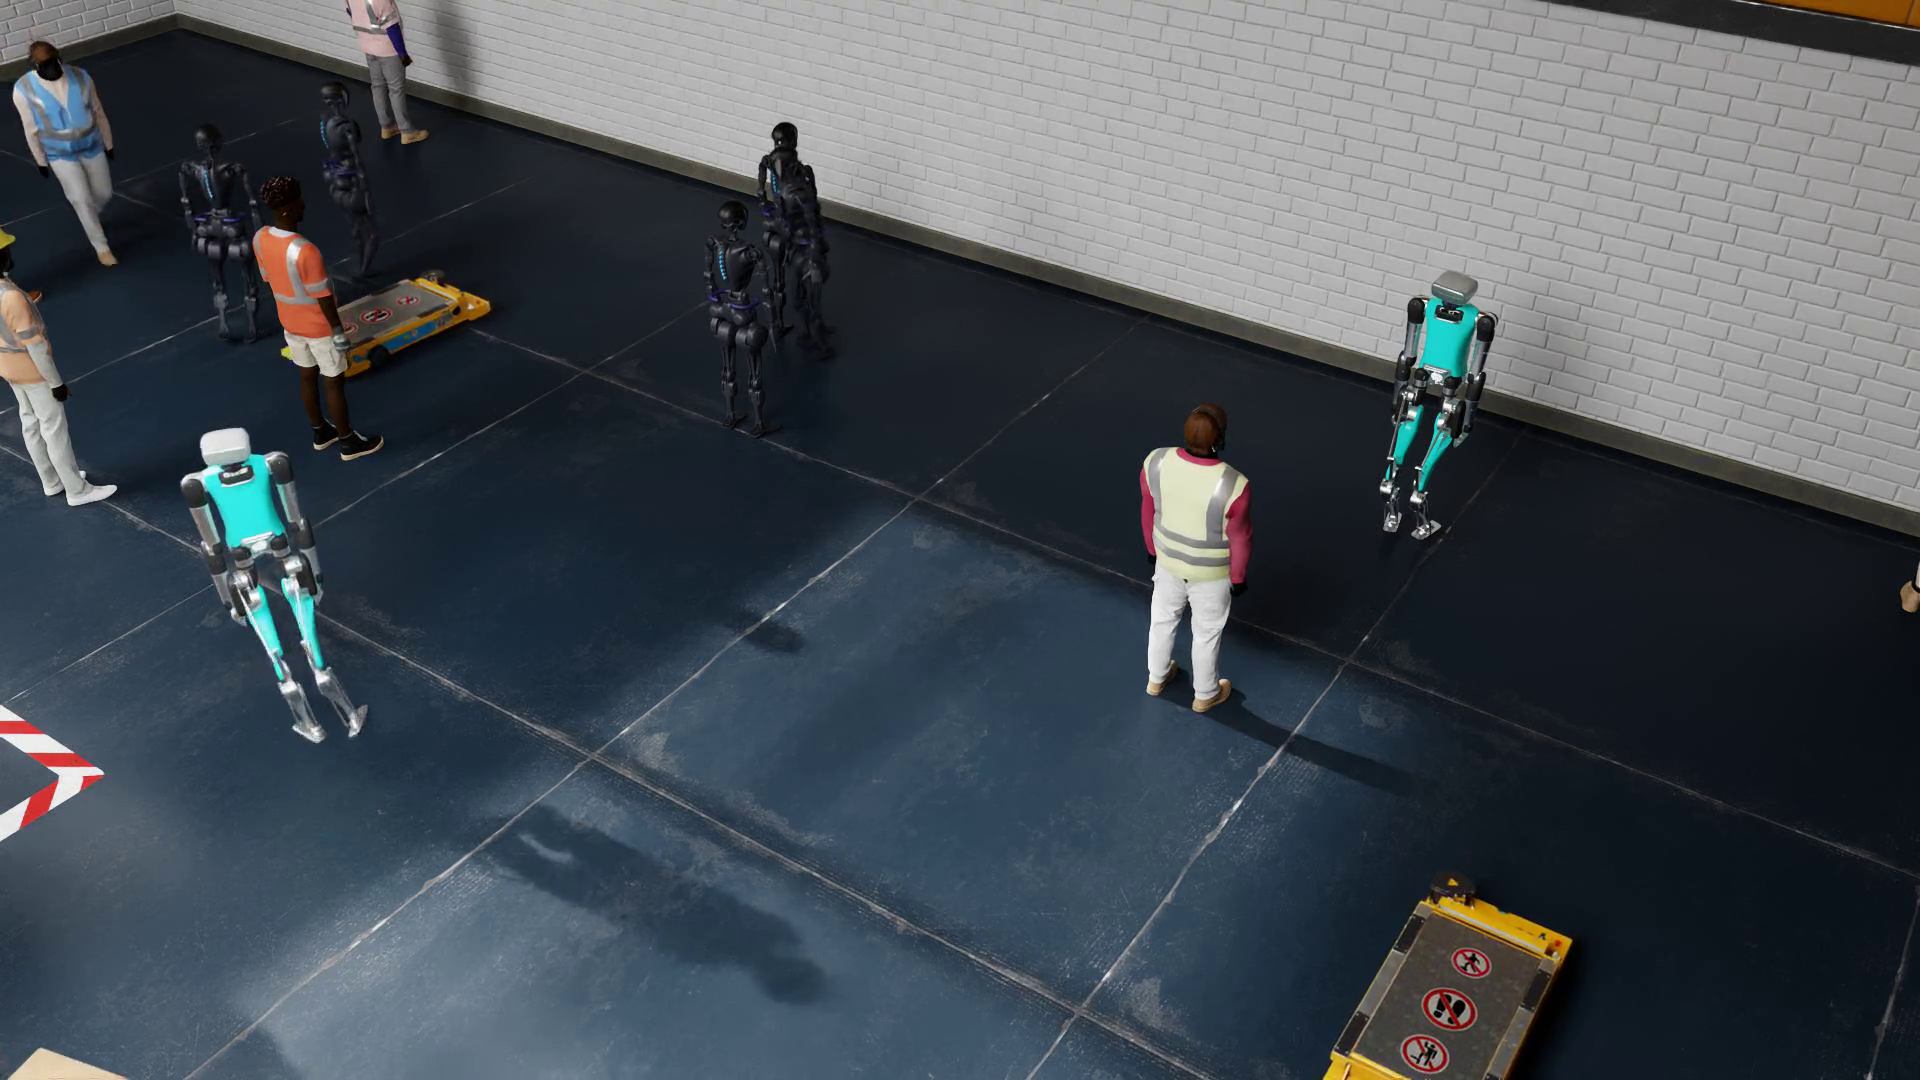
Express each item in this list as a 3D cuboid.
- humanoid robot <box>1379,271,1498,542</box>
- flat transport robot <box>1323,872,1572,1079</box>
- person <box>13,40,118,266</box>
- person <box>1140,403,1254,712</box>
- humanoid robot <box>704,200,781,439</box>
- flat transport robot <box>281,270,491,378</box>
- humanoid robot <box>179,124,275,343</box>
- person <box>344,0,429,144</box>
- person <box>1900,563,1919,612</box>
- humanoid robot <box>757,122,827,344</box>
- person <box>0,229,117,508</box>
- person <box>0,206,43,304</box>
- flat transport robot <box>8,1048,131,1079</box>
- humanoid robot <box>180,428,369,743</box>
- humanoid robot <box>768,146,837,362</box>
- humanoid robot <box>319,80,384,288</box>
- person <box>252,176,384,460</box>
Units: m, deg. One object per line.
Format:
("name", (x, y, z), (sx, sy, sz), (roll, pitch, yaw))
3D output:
("humanoid robot", (2.745, -0.715, 9.888), (0.533, 1.677, 0.735), (21, 40, 27))
("flat transport robot", (2.151, 2.072, 7.303), (0.659, 0.231, 1.431), (21, 40, 27))
("person", (-7.185, -3.170, 13.457), (0.631, 1.808, 0.721), (-29, 44, -35))
("person", (1.242, 0.098, 8.751), (0.626, 1.845, 0.429), (21, 40, 27))
("humanoid robot", (-1.480, -1.489, 11.151), (0.599, 1.657, 0.315), (21, 40, 27))
("flat transport robot", (-4.340, -1.636, 12.602), (0.659, 0.231, 1.431), (24, 41, 30))
("humanoid robot", (-5.410, -2.230, 12.220), (0.591, 1.642, 0.388), (-1, 35, -1))
("person", (-5.367, -4.585, 15.521), (0.600, 1.754, 0.420), (21, 40, 27))
("person", (5.777, -0.356, 9.357), (0.472, 1.895, 0.385), (21, 40, 27))
("humanoid robot", (-1.260, -2.273, 12.269), (0.599, 1.659, 0.315), (21, 40, 27))
("person", (-5.803, -1.086, 10.367), (0.585, 1.930, 0.355), (21, 40, 27))
("person", (-7.557, -2.704, 12.624), (0.609, 1.995, 0.376), (21, 40, 27))
("flat transport robot", (-3.323, 2.851, 6.189), (1.431, 0.231, 0.659), (-12, 37, -16))
("humanoid robot", (-3.486, 0.334, 8.513), (0.545, 1.774, 0.796), (-18, 39, -24))
("humanoid robot", (-1.086, -2.058, 11.991), (0.474, 1.634, 0.614), (-18, 39, -23))
("humanoid robot", (-4.787, -2.779, 13.016), (0.371, 1.654, 0.591), (-27, 43, -33))
("person", (-4.220, -1.434, 10.835), (0.603, 1.966, 0.367), (21, 40, 27))
